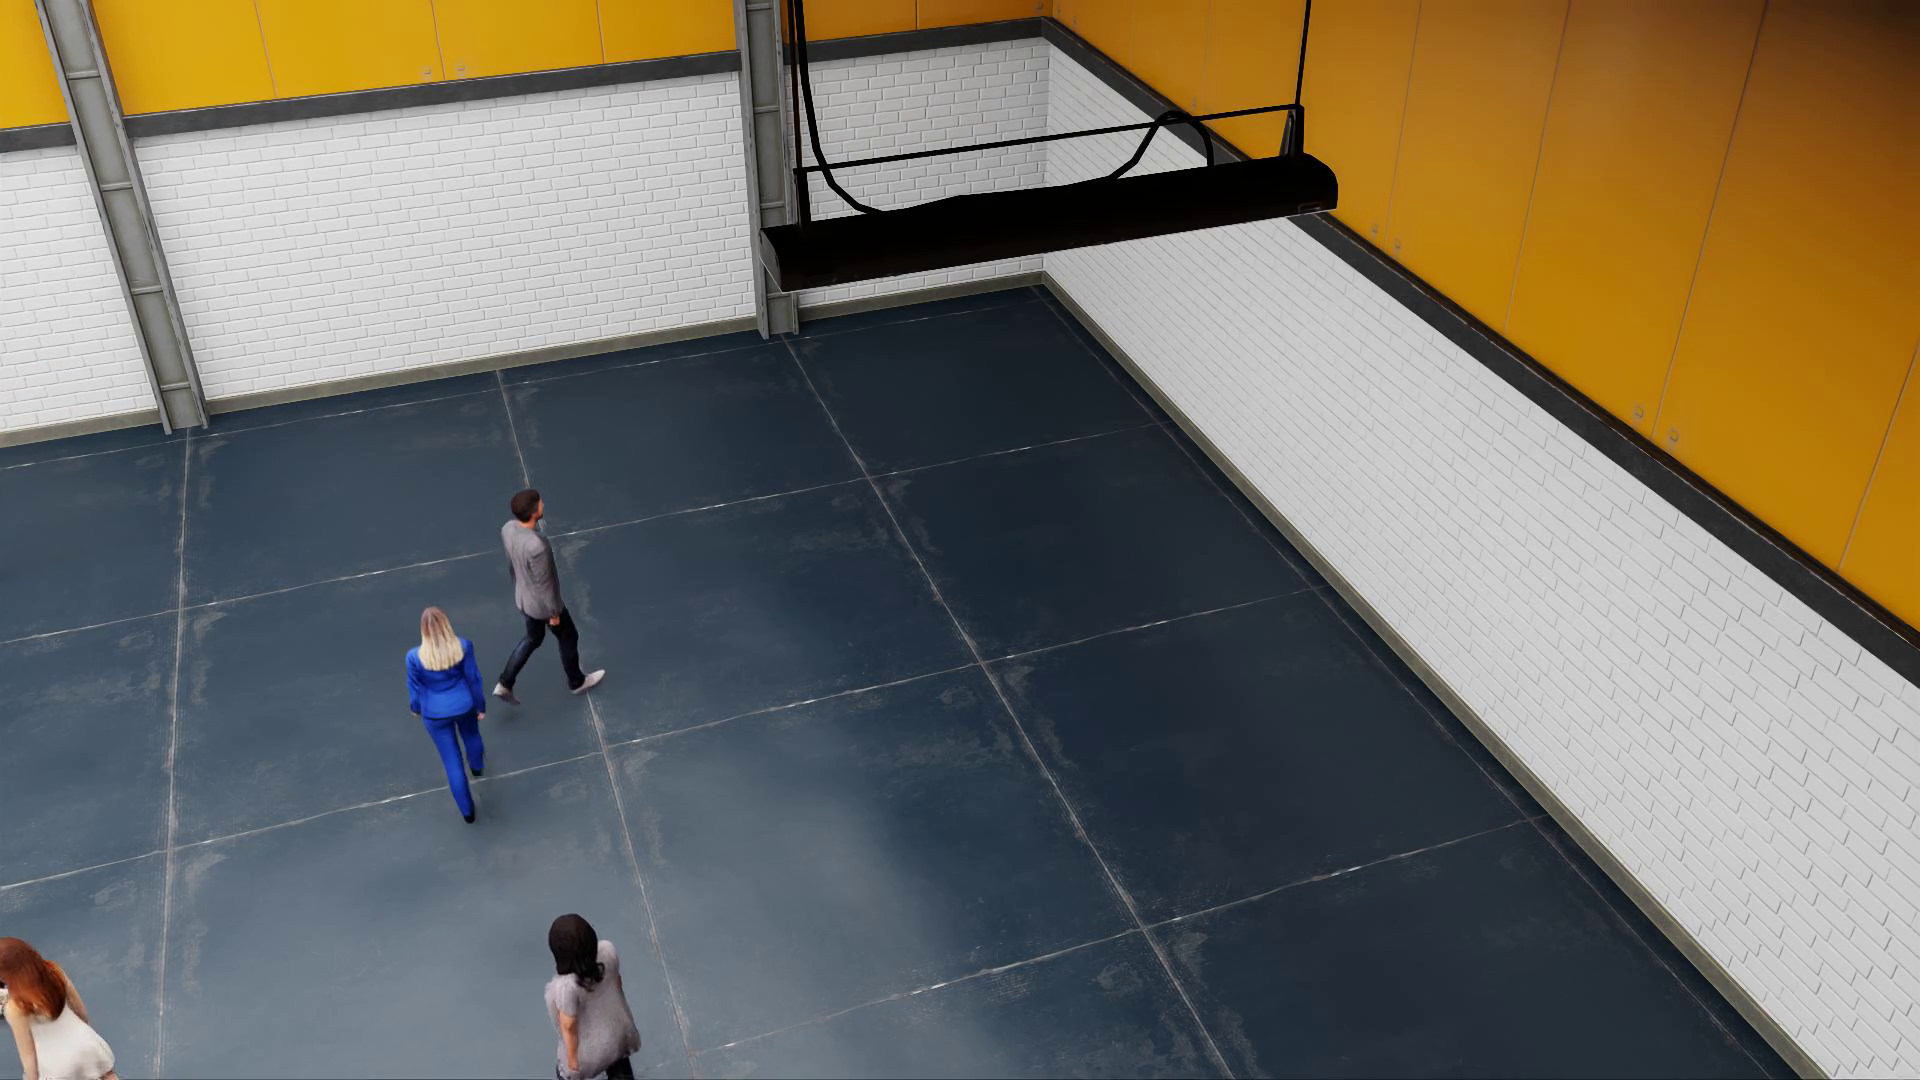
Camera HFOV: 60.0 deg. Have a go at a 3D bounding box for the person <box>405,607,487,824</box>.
[{"bbox_3d":[-3.447,1.222,11.315,0.894,1.682,0.773,-17,37,-24],"label":"person"}]

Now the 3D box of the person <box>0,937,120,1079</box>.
[{"bbox_3d":[-4.782,2.792,8.949,0.857,1.687,0.807,14,36,19],"label":"person"}]

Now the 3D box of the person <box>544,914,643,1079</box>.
[{"bbox_3d":[-1.959,2.722,9.143,0.882,1.589,0.822,19,38,26],"label":"person"}]

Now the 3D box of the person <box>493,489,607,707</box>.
[{"bbox_3d":[-3.158,0.473,12.291,1.008,1.848,1.225,28,43,35],"label":"person"}]
